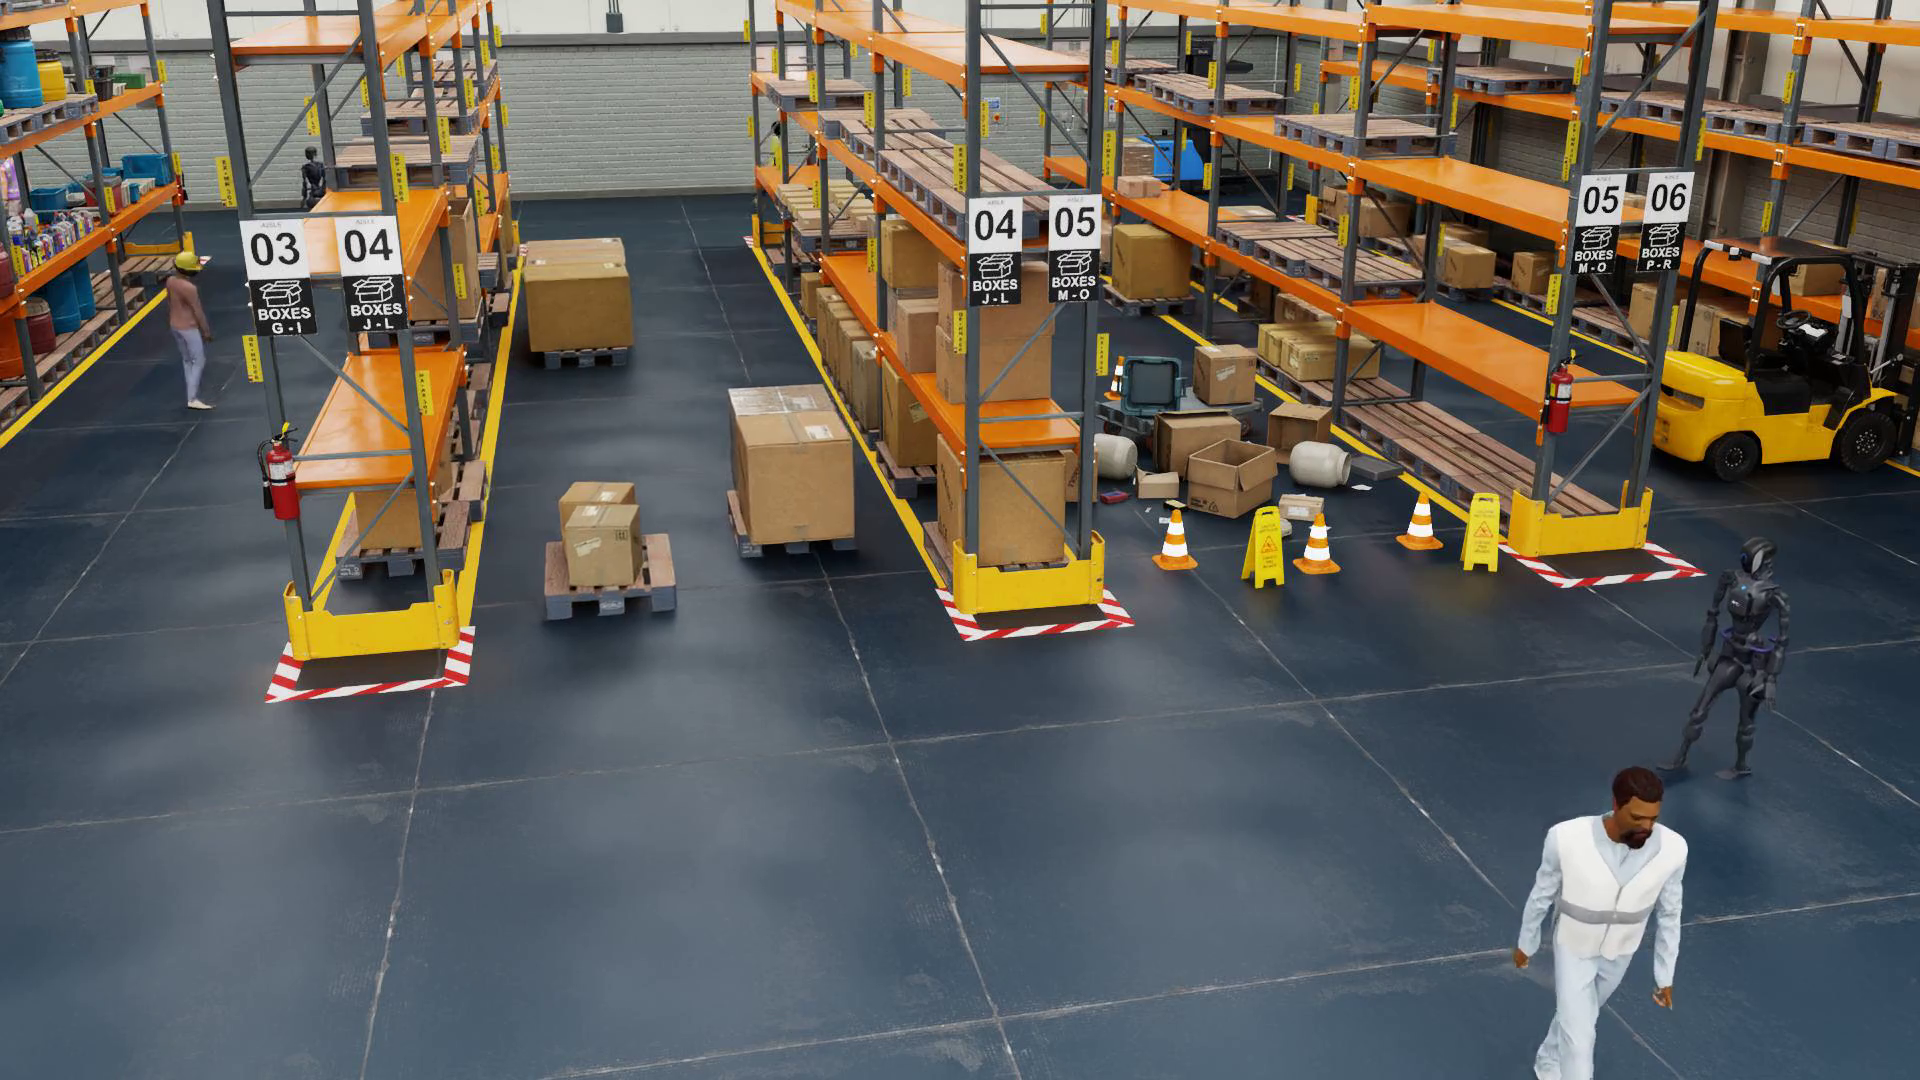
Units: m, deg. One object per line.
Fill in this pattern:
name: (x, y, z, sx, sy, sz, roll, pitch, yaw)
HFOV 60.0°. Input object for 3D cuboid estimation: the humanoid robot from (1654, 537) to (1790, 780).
humanoid robot: (4.740, 0.763, 10.154, 0.623, 1.642, 0.608, -10, 23, -25)

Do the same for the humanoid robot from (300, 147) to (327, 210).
humanoid robot: (-10.695, -5.674, 27.526, 0.778, 1.628, 0.606, 7, 22, 18)

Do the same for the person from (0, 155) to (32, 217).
person: (-15.370, -5.567, 27.158, 0.350, 1.688, 0.488, 11, 23, 27)

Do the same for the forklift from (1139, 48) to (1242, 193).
forklift: (4.566, -8.313, 32.860, 1.873, 2.768, 1.129, -4, 21, -12)

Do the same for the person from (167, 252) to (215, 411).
person: (-8.476, -2.305, 18.300, 0.728, 1.737, 0.431, 16, 26, 37)

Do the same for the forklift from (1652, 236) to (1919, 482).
forklift: (8.013, -1.814, 16.330, 2.313, 2.155, 1.214, -4, 21, -12)

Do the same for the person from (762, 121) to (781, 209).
person: (-3.423, -6.935, 30.854, 0.732, 1.670, 0.531, -2, 20, -6)

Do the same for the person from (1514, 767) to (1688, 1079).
person: (2.746, 1.796, 7.083, 0.606, 1.854, 1.027, -1, 20, -2)
